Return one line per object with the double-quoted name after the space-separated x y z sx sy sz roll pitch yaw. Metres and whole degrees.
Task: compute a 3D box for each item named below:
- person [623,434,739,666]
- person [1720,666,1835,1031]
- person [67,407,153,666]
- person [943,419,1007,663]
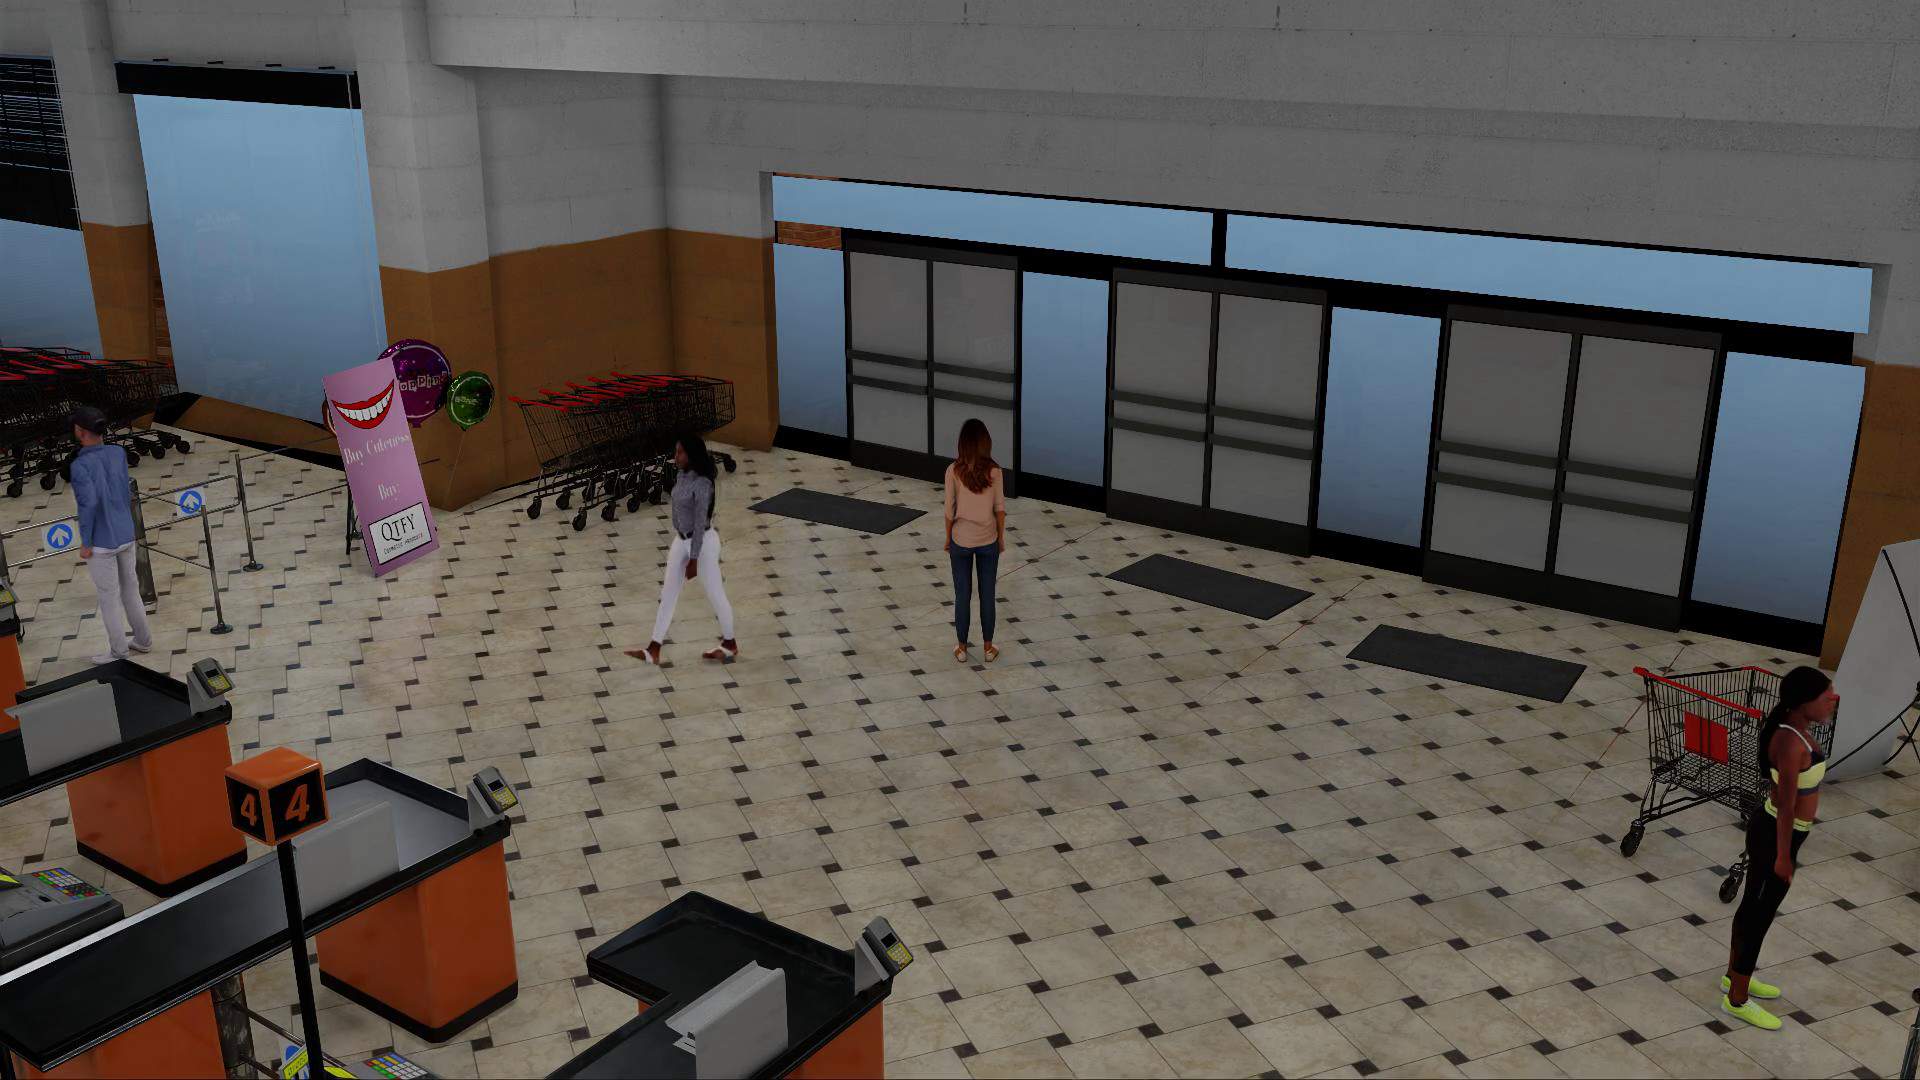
-1.789 0.081 11.806 1.147 1.693 0.875 -12 22 -32 "person"
3.795 1.409 7.771 0.654 1.755 0.496 9 20 24 "person"
-6.071 -0.035 11.846 0.784 1.888 0.640 5 19 13 "person"
0.102 0.010 11.864 0.675 1.791 0.702 0 19 -1 "person"
